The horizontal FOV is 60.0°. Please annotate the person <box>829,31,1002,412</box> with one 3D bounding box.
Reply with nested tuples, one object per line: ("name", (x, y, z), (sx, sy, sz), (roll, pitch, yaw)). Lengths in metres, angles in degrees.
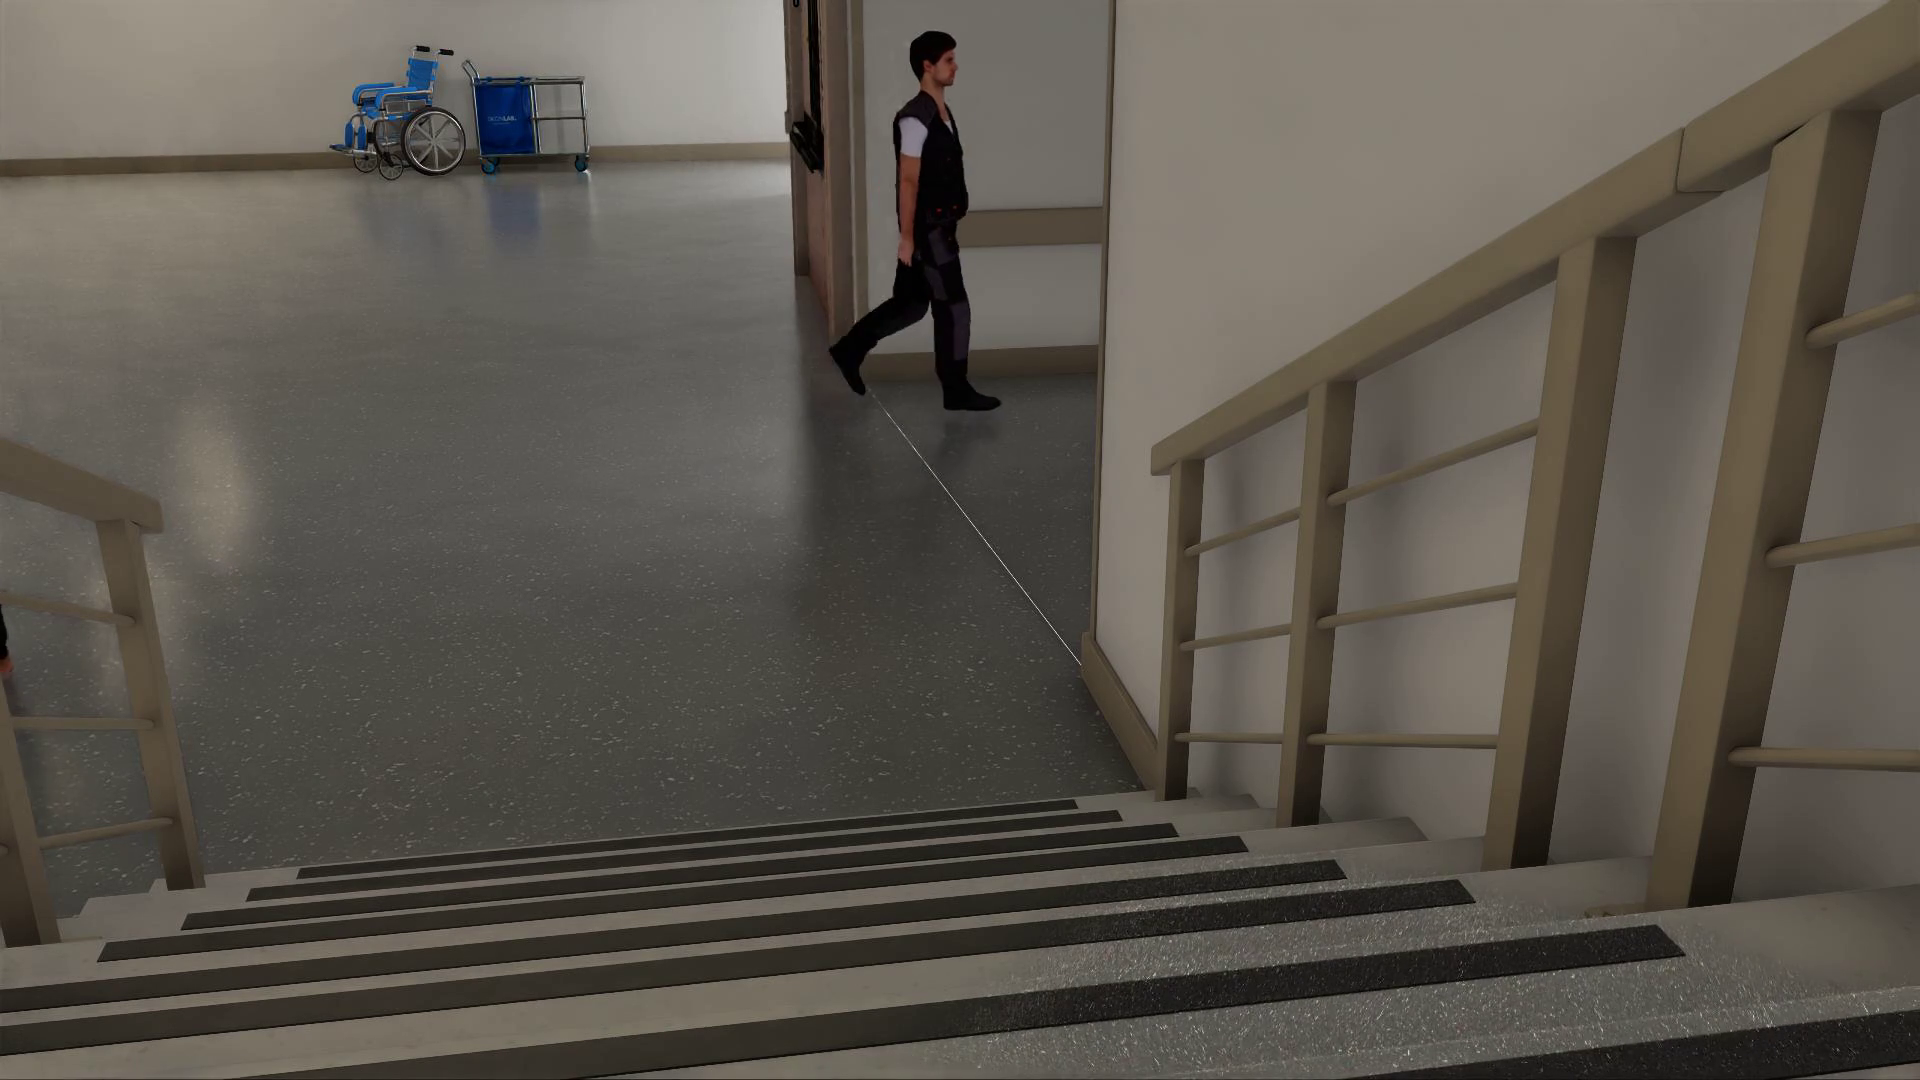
("person", (-0.256, -1.519, 8.155), (1.017, 1.816, 1.185), (5, 21, 12))
